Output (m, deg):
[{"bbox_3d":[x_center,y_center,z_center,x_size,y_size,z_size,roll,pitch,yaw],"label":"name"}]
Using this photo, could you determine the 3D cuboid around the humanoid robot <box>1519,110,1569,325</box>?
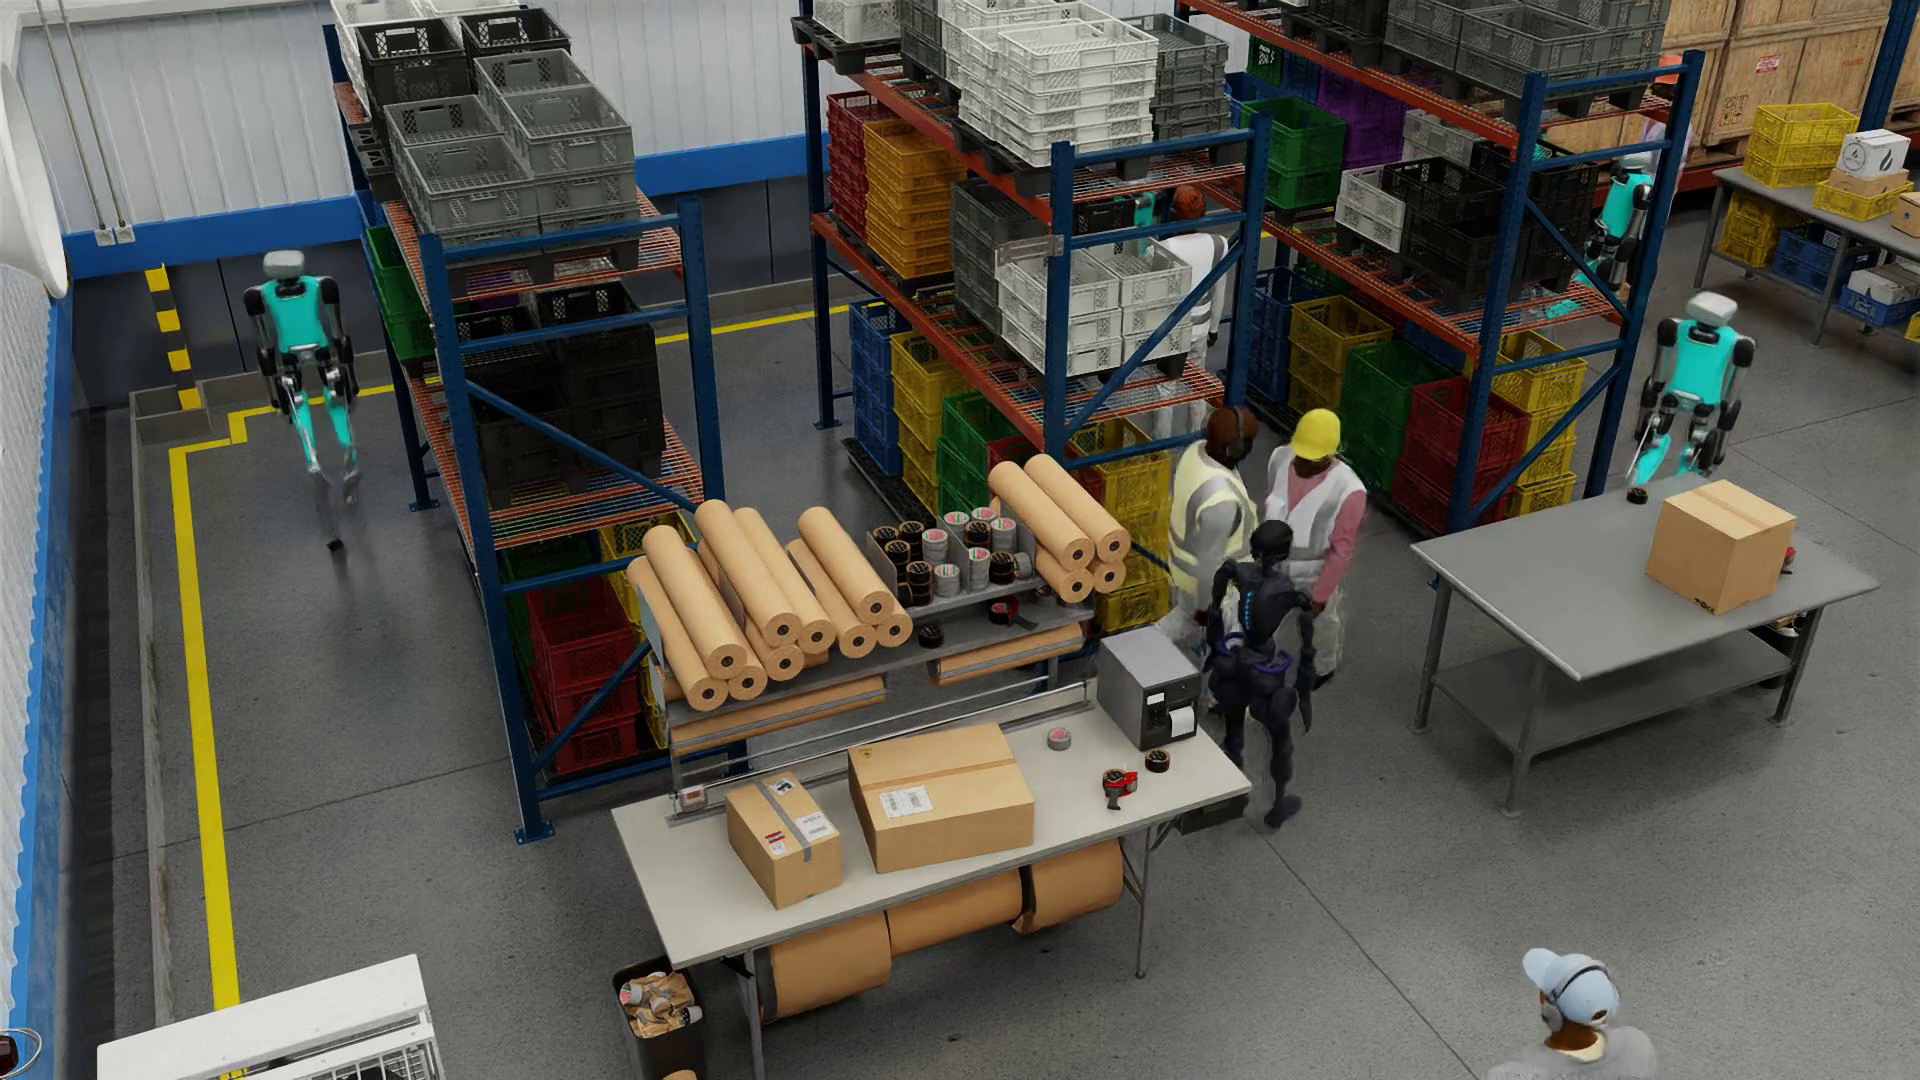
[{"bbox_3d":[4.274,-2.329,12.314,0.665,1.759,0.544,25,39,34],"label":"humanoid robot"}]

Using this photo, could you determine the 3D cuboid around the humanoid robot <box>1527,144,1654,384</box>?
[{"bbox_3d":[4.303,-1.906,11.575,0.739,1.700,0.531,-1,32,-2],"label":"humanoid robot"}]

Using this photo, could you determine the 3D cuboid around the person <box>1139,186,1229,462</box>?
[{"bbox_3d":[1.400,-1.339,10.607,0.572,1.882,0.356,-10,33,-16],"label":"person"}]

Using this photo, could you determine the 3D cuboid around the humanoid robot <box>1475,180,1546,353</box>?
[{"bbox_3d":[3.748,-1.737,11.434,0.599,1.657,0.315,-4,32,-7],"label":"humanoid robot"}]

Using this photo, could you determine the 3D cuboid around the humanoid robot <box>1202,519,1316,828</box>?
[{"bbox_3d":[1.359,0.609,7.633,0.600,1.658,0.376,24,39,34],"label":"humanoid robot"}]

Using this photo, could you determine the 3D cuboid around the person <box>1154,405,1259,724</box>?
[{"bbox_3d":[1.167,0.150,8.255,0.763,1.816,0.634,-4,32,-6],"label":"person"}]

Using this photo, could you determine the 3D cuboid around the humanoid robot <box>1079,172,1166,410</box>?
[{"bbox_3d":[0.990,-1.725,11.389,0.530,1.803,0.693,-22,38,-32],"label":"humanoid robot"}]

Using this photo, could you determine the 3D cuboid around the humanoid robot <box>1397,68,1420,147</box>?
[{"bbox_3d":[3.660,-3.253,13.900,0.315,1.653,0.599,1,32,1],"label":"humanoid robot"}]

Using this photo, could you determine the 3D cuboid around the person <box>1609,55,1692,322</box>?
[{"bbox_3d":[5.193,-2.628,12.549,0.392,2.044,0.607,1,32,2],"label":"person"}]

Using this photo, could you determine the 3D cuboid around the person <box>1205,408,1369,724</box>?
[{"bbox_3d":[1.674,0.133,8.313,0.929,1.778,0.597,-26,40,-36],"label":"person"}]

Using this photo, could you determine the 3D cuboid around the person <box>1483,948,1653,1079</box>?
[{"bbox_3d":[1.791,1.995,5.237,0.616,1.837,0.617,-11,33,-17],"label":"person"}]

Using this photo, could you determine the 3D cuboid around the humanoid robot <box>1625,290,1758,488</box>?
[{"bbox_3d":[3.903,-0.441,9.307,0.539,1.771,0.969,25,40,35],"label":"humanoid robot"}]

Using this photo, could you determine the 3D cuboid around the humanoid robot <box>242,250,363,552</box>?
[{"bbox_3d":[-3.807,-0.764,9.850,0.540,1.779,0.977,-12,34,-19],"label":"humanoid robot"}]
